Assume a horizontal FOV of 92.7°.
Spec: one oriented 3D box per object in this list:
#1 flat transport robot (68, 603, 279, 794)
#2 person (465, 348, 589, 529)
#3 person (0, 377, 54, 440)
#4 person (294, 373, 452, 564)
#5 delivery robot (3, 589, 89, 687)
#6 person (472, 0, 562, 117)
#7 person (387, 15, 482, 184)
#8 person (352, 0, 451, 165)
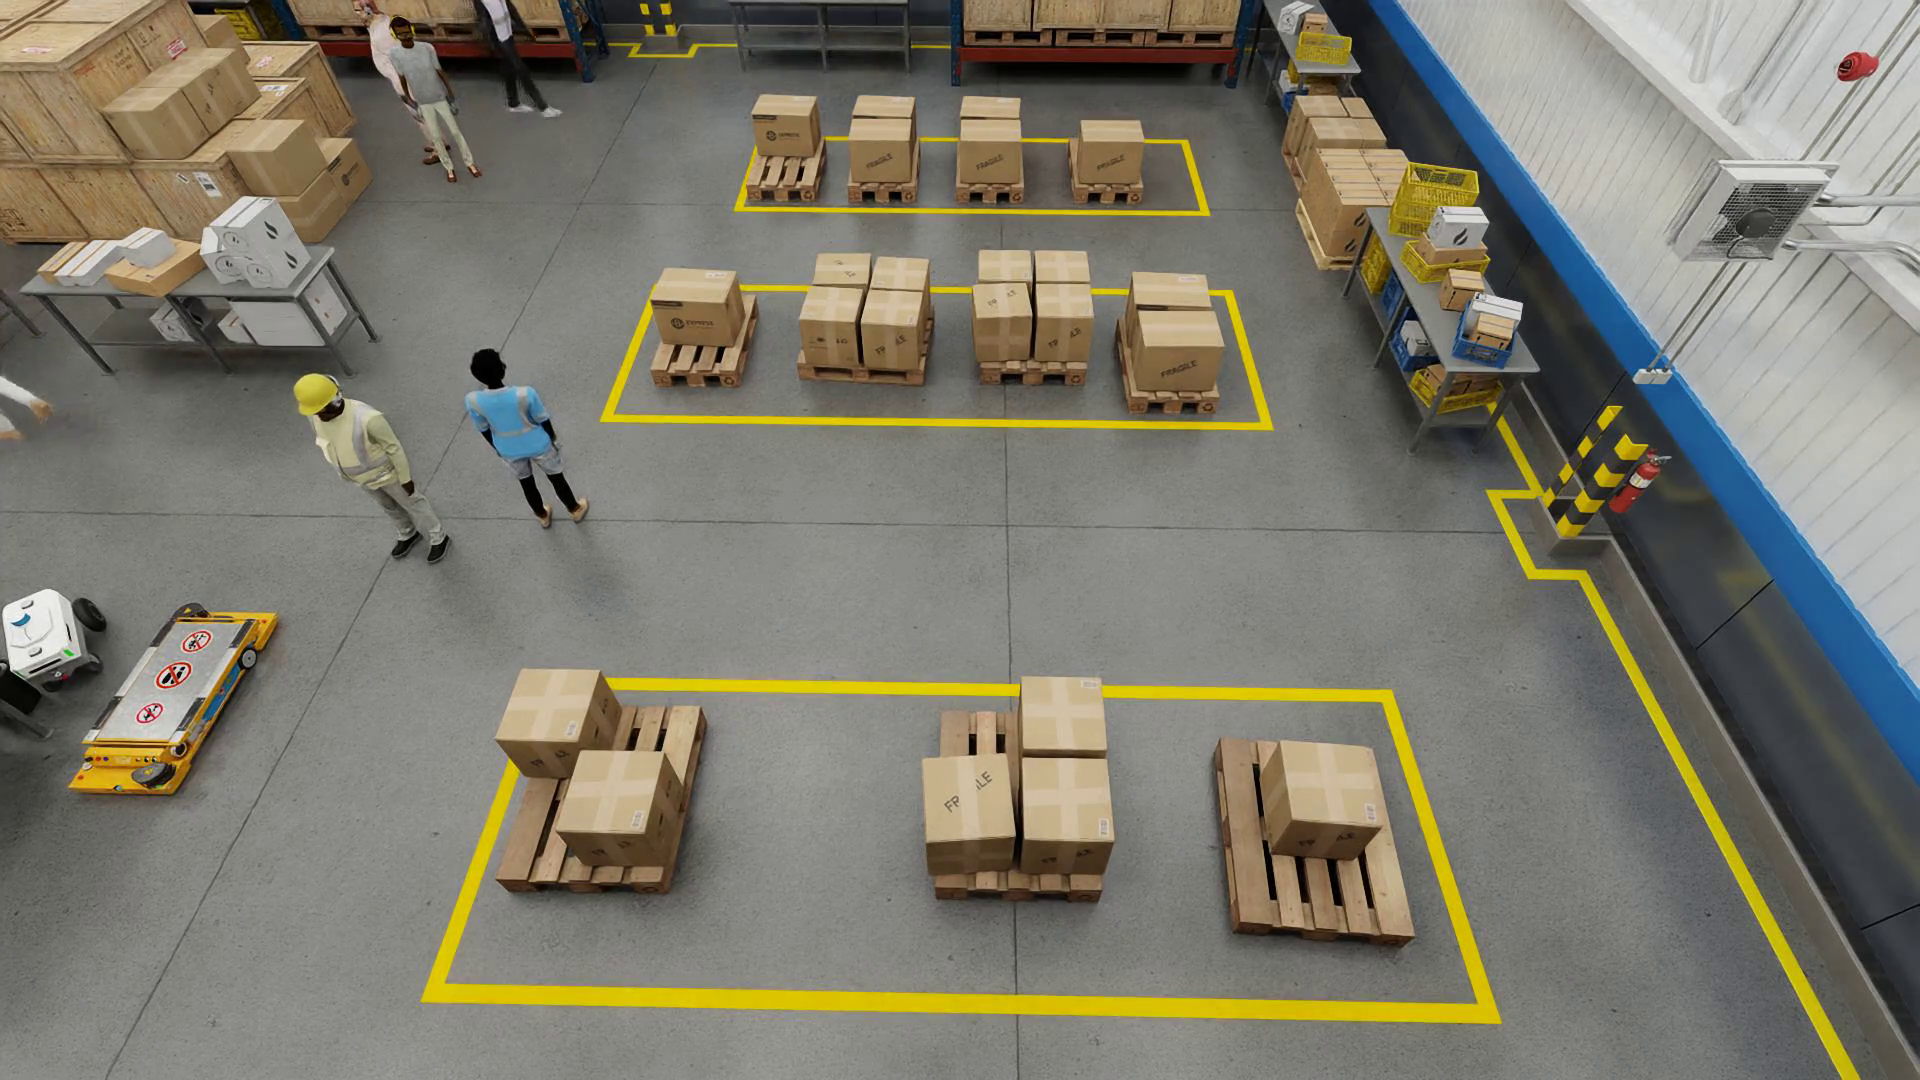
[{"bbox_3d":[-5.504,1.072,6.442,0.652,0.197,1.431,1,50,1],"label":"flat transport robot"},{"bbox_3d":[-3.345,-0.738,7.043,0.536,1.699,0.321,-8,50,-7],"label":"person"},{"bbox_3d":[-8.526,-1.572,7.672,0.564,1.829,0.638,4,50,4],"label":"person"},{"bbox_3d":[-4.334,-0.510,6.771,0.588,1.823,0.403,10,50,8],"label":"person"},{"bbox_3d":[-6.534,0.685,6.525,0.477,0.478,0.707,-31,56,-24],"label":"delivery robot"},{"bbox_3d":[-5.698,-6.398,11.711,0.903,1.879,0.618,4,50,3],"label":"person"},{"bbox_3d":[-6.122,-5.078,10.614,0.509,1.862,0.333,-21,53,-17],"label":"person"},{"bbox_3d":[-6.669,-5.491,10.941,0.396,1.901,0.647,-15,51,-12],"label":"person"}]
